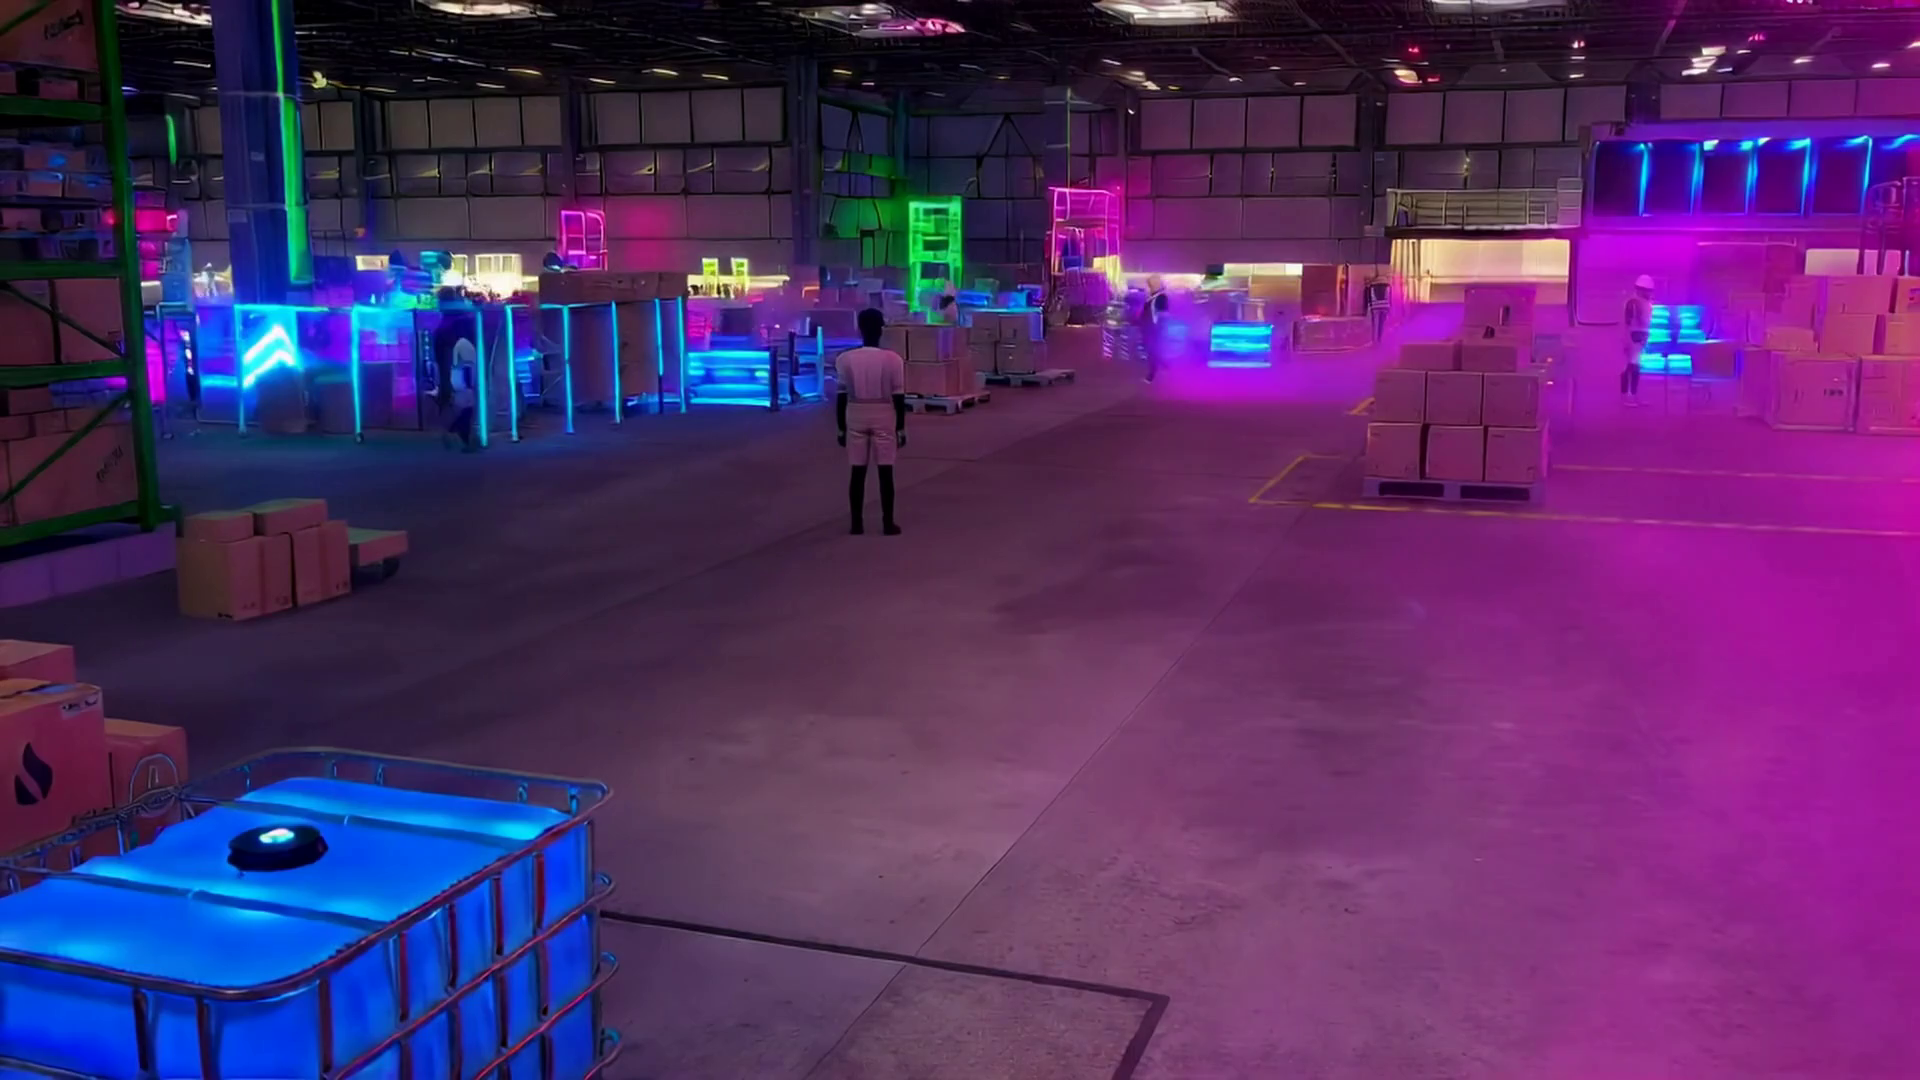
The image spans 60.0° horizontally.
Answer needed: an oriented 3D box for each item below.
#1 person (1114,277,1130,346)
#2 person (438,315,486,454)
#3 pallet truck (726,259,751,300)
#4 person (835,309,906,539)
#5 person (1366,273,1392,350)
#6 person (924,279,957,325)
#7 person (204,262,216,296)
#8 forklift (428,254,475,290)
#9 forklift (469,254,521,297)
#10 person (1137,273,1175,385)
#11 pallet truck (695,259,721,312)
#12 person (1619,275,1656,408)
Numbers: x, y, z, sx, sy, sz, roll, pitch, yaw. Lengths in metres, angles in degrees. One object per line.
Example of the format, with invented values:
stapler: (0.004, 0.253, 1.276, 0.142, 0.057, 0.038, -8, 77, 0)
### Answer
person: (4.059, -5.666, 41.262, 0.954, 1.718, 0.522, -7, 12, -33)
person: (-5.959, -1.837, 19.818, 0.481, 1.677, 0.532, -5, 11, -27)
pallet truck: (-7.986, -9.493, 62.019, 0.823, 1.965, 1.885, 3, 11, 17)
person: (-0.752, -0.980, 14.163, 0.603, 1.966, 0.368, 1, 10, 8)
person: (9.993, -5.445, 39.715, 0.591, 1.837, 0.999, 5, 11, 24)
person: (-0.331, -3.504, 28.526, 0.559, 1.924, 0.424, 0, 10, 1)
person: (-29.368, -9.970, 65.212, 0.586, 1.824, 0.404, 6, 12, 32)
forklift: (-20.133, -10.254, 65.465, 1.157, 1.987, 2.680, 3, 11, 19)
forklift: (-17.990, -10.121, 64.684, 1.157, 1.987, 2.680, 3, 11, 17)
person: (3.488, -3.784, 29.750, 0.634, 2.000, 0.702, -1, 10, -6)
pallet truck: (-9.165, -9.627, 62.776, 0.823, 1.965, 1.885, 4, 11, 23)
person: (10.476, -3.054, 25.636, 0.615, 2.038, 0.396, -8, 13, -38)
